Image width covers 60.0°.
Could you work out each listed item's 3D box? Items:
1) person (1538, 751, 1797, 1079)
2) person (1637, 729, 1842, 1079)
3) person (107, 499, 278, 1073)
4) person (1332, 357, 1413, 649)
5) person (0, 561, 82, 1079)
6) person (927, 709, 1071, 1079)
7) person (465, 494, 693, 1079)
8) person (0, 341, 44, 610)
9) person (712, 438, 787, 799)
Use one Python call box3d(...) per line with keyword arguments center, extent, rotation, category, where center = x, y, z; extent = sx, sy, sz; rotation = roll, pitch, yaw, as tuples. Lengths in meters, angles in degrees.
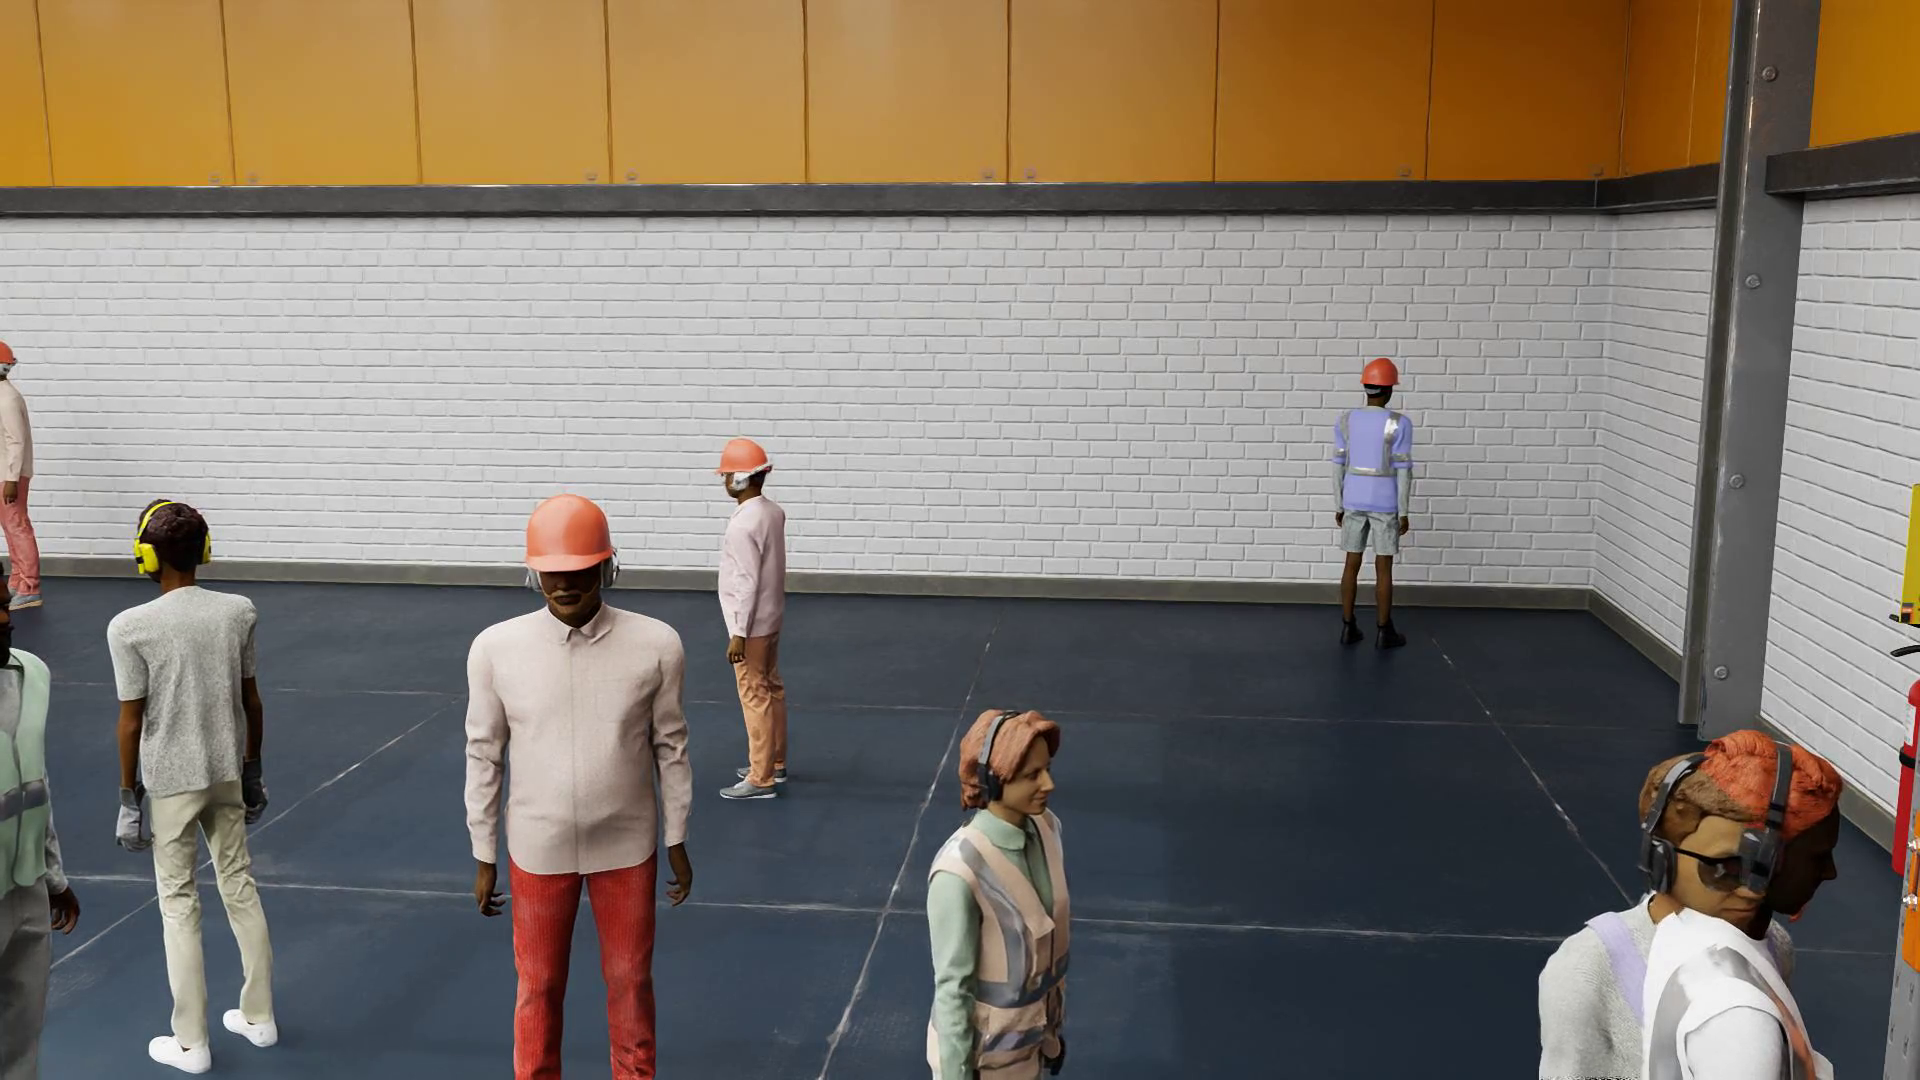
box3d(center=(1.191, 1.245, 2.842), extent=(0.507, 1.845, 0.339), rotation=(-4, 11, -22), category="person")
box3d(center=(1.251, 1.238, 2.774), extent=(0.355, 1.885, 0.576), rotation=(2, 10, 10), category="person")
box3d(center=(-2.491, 0.794, 5.401), extent=(0.328, 1.861, 0.501), rotation=(6, 12, 32), category="person")
box3d(center=(2.755, -0.244, 11.104), extent=(0.547, 1.938, 0.377), rotation=(7, 12, 37), category="person")
box3d(center=(-2.563, 0.948, 4.340), extent=(0.371, 1.915, 0.597), rotation=(1, 10, 7), category="person")
box3d(center=(0.089, 1.179, 3.804), extent=(0.315, 1.641, 0.514), rotation=(5, 11, 28), category="person")
box3d(center=(-1.055, 0.854, 4.655), extent=(0.623, 1.992, 0.396), rotation=(-2, 10, -13), category="person")
box3d(center=(-7.071, -0.488, 12.329), extent=(0.373, 1.997, 0.616), rotation=(-8, 13, -38), category="person")
box3d(center=(-1.024, 0.377, 8.076), extent=(0.338, 1.749, 0.573), rotation=(2, 10, 9), category="person")
